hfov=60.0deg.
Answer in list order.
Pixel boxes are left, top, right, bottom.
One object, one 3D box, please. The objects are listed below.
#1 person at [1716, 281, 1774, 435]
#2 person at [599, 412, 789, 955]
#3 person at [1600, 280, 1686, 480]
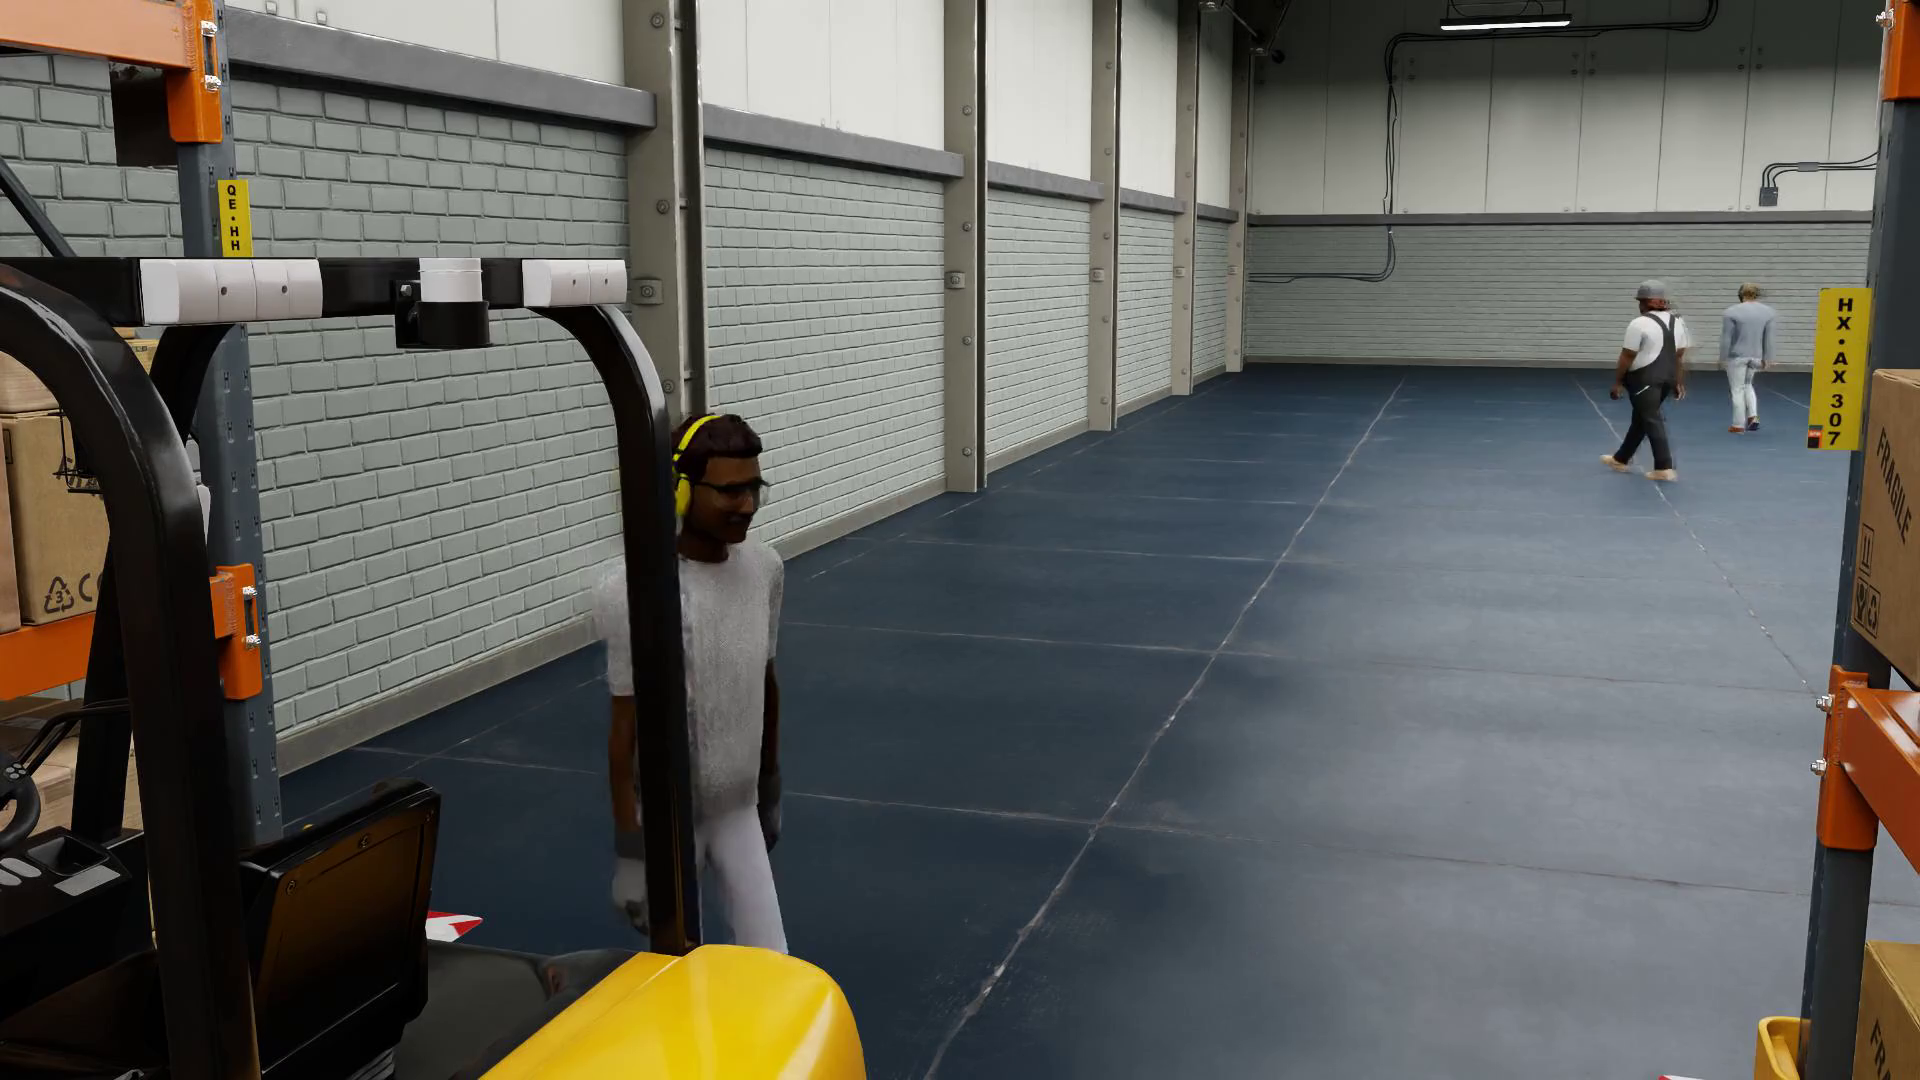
[{"bbox_3d":[9.816,-2.279,20.873,0.630,1.925,0.434,-2,10,-10],"label":"person"},{"bbox_3d":[-0.601,0.626,3.787,0.551,1.848,0.443,-8,13,-41],"label":"person"},{"bbox_3d":[6.892,-1.645,16.737,0.699,2.000,1.060,-5,11,-28],"label":"person"}]
